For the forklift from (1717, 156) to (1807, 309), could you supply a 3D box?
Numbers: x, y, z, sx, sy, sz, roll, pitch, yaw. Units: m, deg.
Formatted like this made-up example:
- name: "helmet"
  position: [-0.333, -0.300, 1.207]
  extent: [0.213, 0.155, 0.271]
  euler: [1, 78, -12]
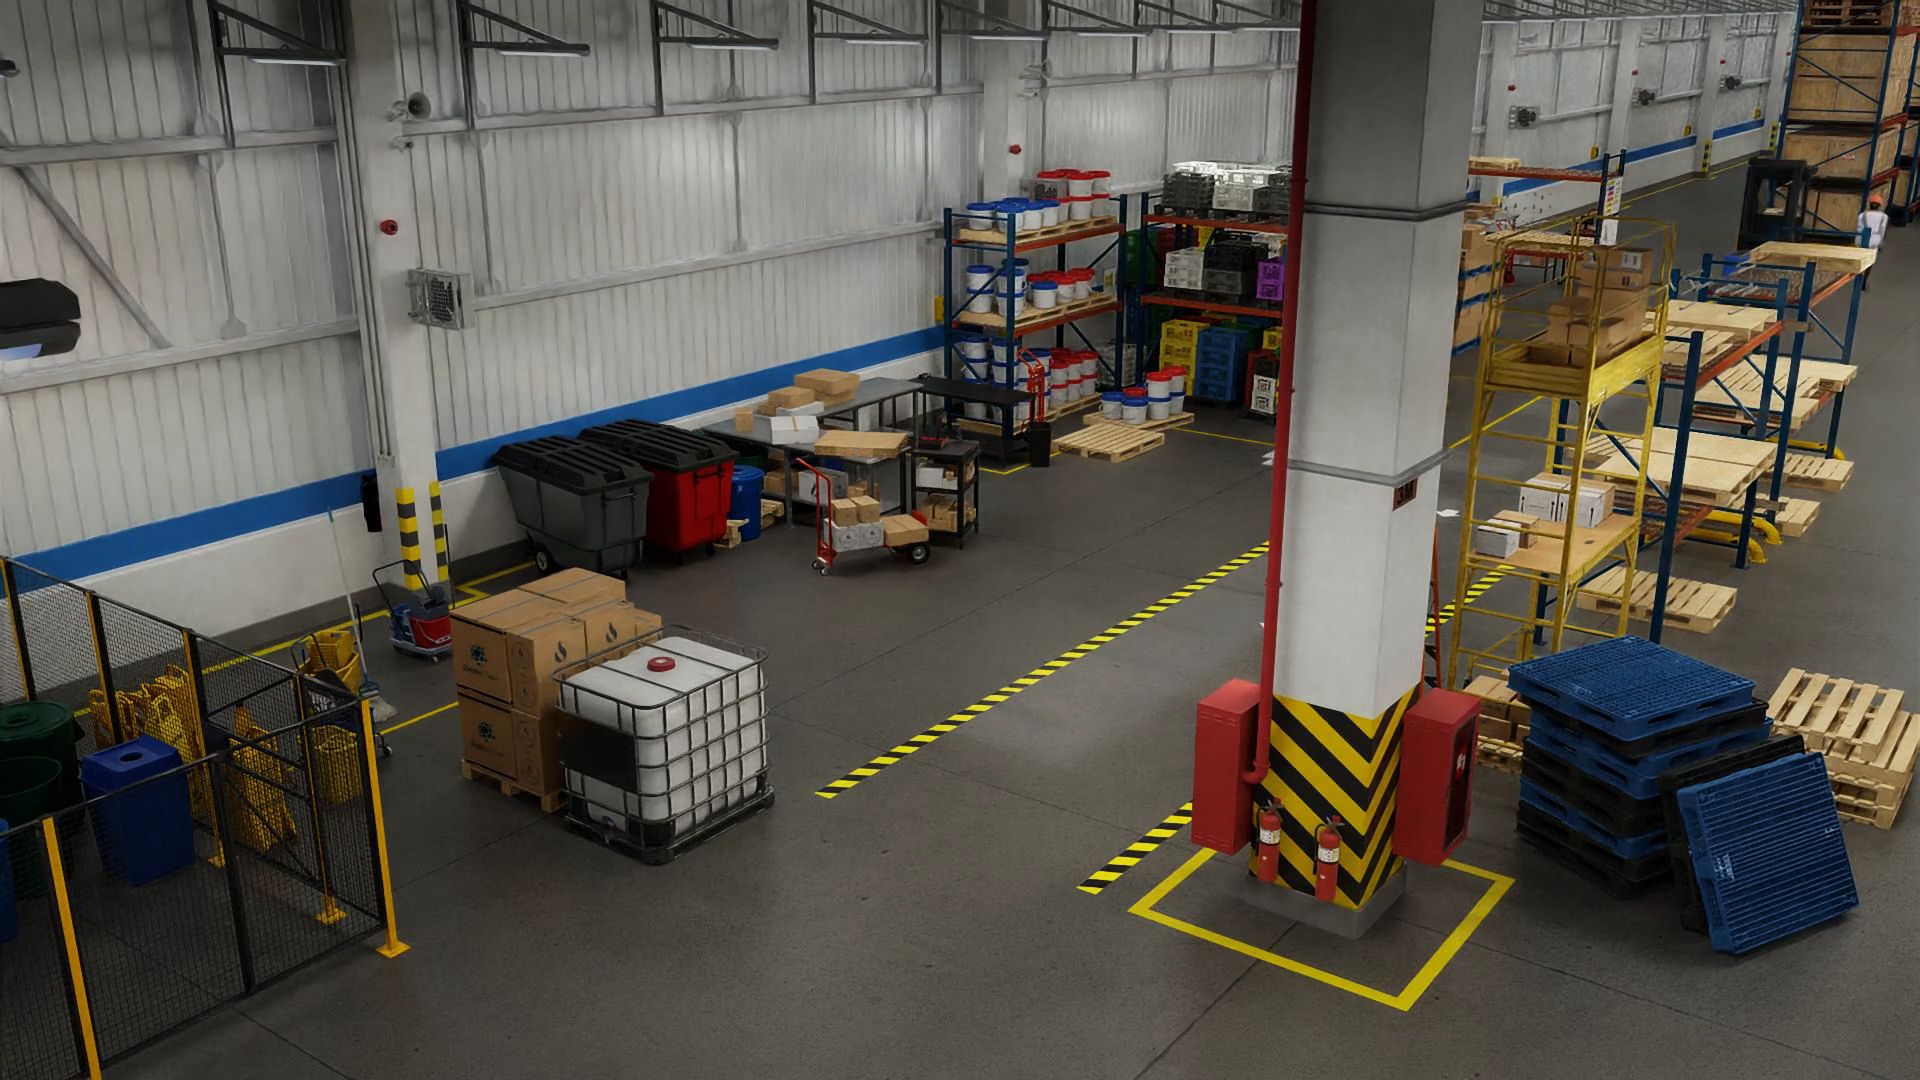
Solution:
- name: "forklift"
  position: [15.170, -5.767, 31.271]
  extent: [1.129, 2.768, 1.873]
  euler: [13, 22, 34]

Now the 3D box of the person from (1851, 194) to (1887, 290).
- name: "person"
  position: [18.312, -5.998, 33.531]
  extent: [0.544, 1.906, 0.476]
  euler: [6, 19, 17]
